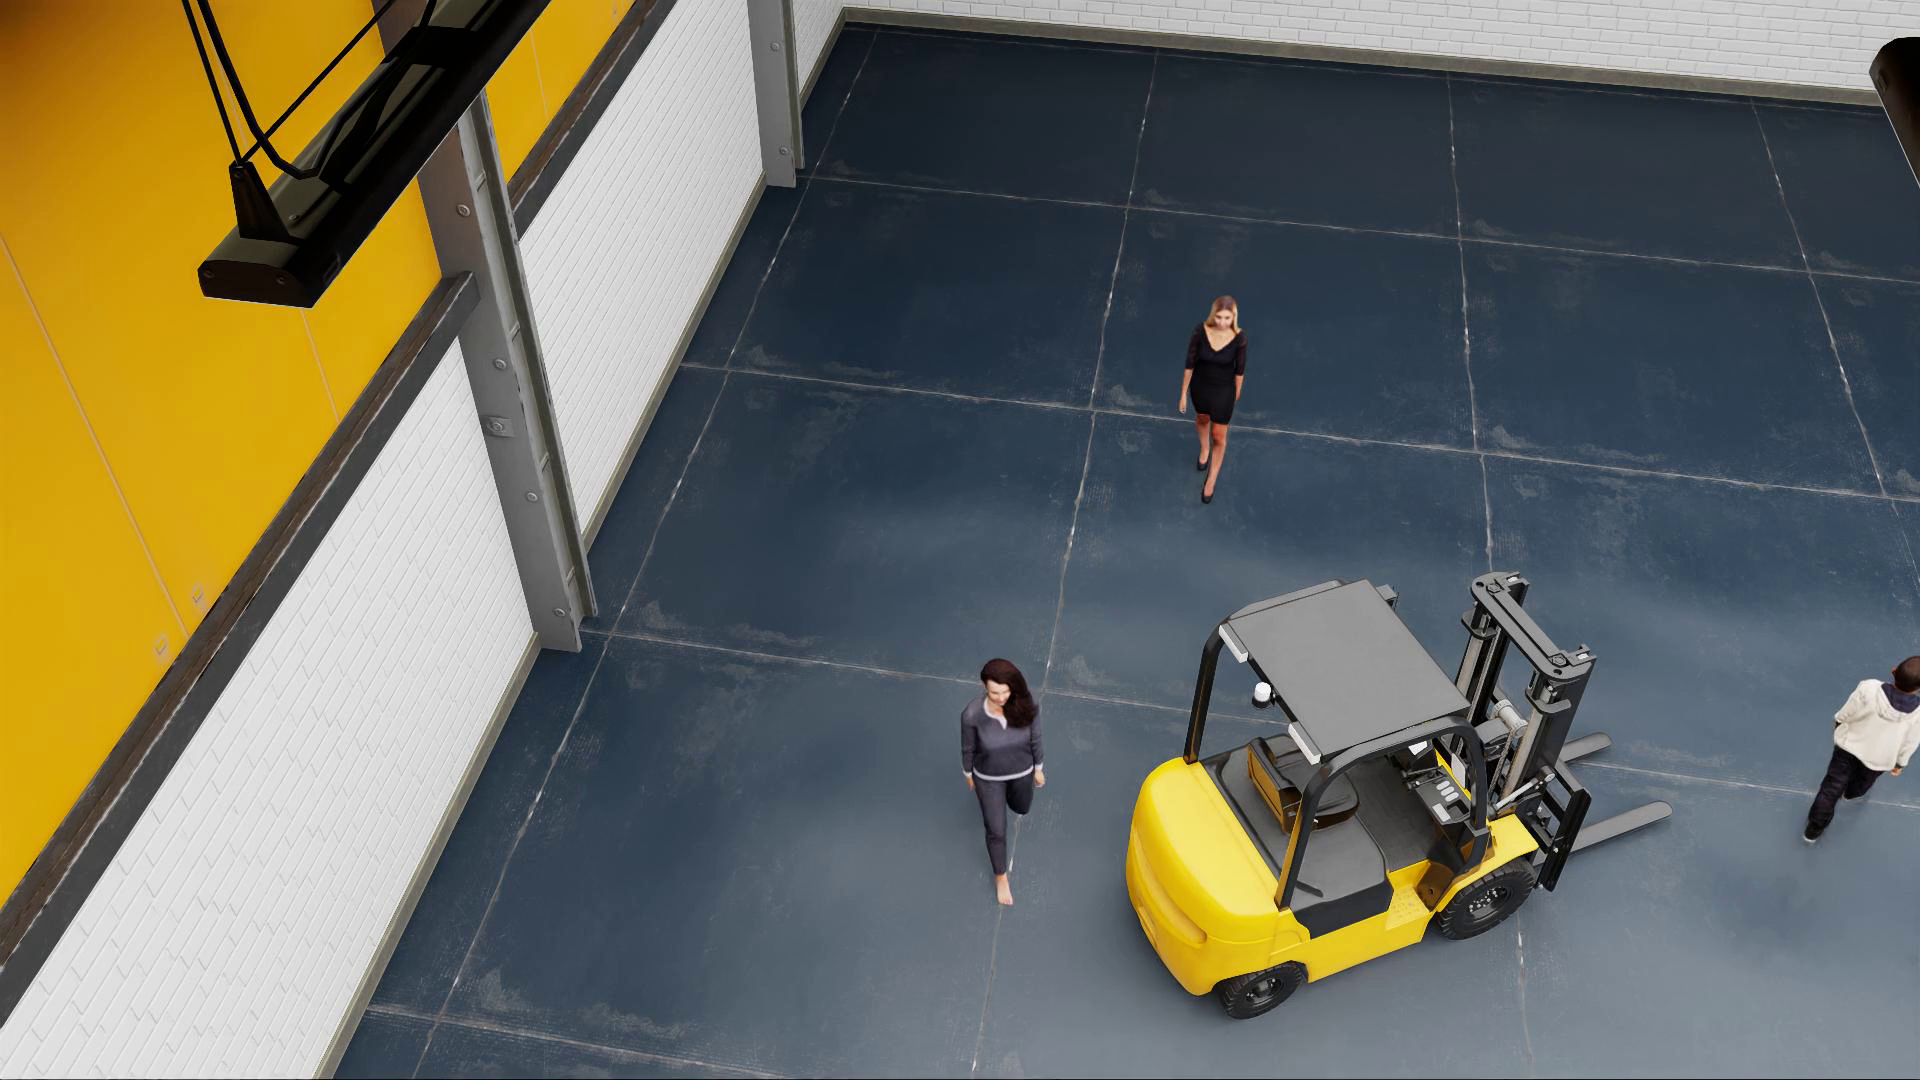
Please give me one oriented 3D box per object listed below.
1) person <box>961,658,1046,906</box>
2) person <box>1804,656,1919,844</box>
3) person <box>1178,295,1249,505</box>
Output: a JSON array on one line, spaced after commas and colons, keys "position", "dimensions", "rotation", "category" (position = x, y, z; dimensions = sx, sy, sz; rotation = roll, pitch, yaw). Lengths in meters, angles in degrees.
[{"position": [0.230, 1.258, 9.543], "dimensions": [0.921, 1.745, 1.129], "rotation": [-12, 45, -13], "category": "person"}, {"position": [5.304, 1.262, 9.774], "dimensions": [0.876, 1.420, 1.030], "rotation": [29, 51, 27], "category": "person"}, {"position": [1.853, -1.140, 12.128], "dimensions": [0.648, 1.652, 0.879], "rotation": [15, 46, 15], "category": "person"}]
